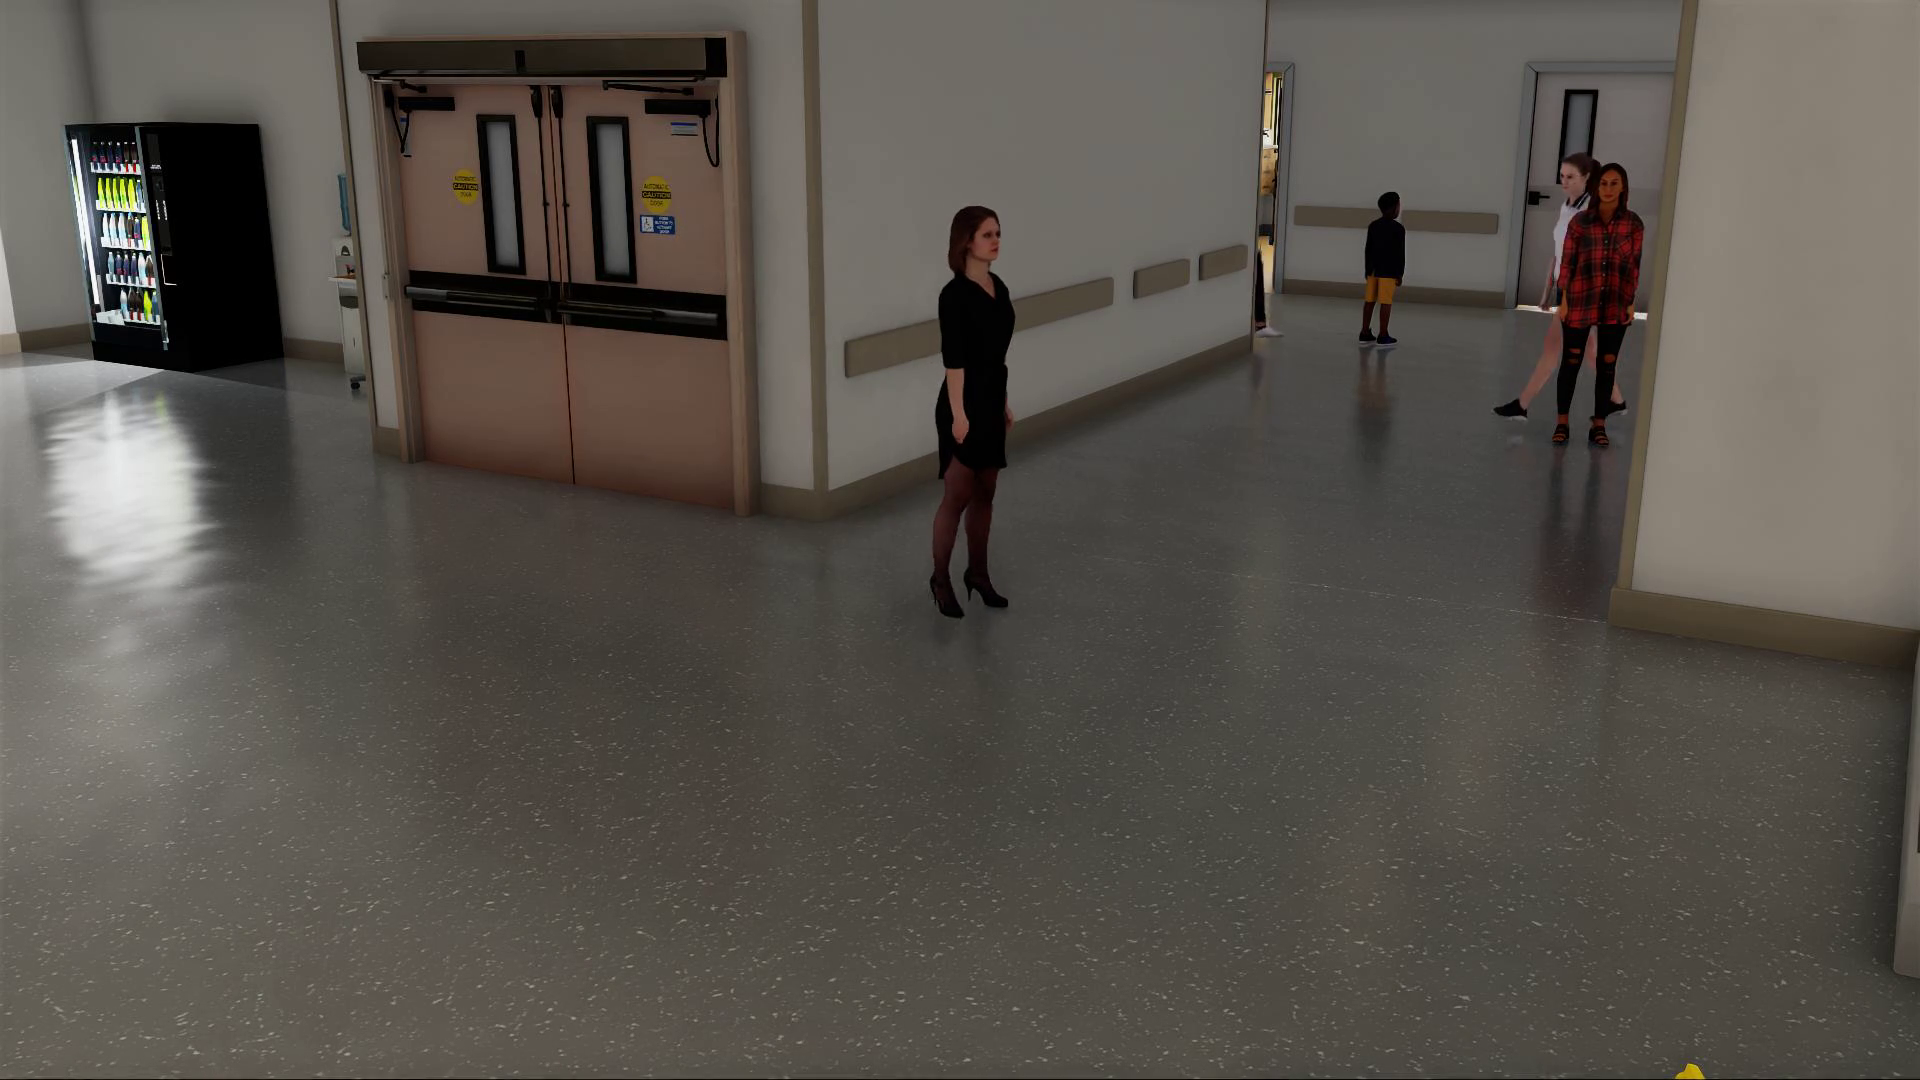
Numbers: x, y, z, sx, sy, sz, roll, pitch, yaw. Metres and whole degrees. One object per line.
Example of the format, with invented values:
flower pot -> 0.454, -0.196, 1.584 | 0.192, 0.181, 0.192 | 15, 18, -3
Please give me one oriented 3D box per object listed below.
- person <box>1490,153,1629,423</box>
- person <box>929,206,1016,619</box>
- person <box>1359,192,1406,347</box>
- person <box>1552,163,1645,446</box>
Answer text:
person -> 3.994, -1.546, 10.556 | 1.195, 1.696, 1.008 | -2, 16, -6
person -> 0.039, -0.535, 6.941 | 0.526, 1.712, 0.600 | 10, 19, 32
person -> 3.536, -2.277, 13.939 | 0.632, 1.267, 0.538 | -15, 21, -42
person -> 3.881, -1.428, 10.125 | 0.585, 1.702, 0.735 | 4, 16, 13
